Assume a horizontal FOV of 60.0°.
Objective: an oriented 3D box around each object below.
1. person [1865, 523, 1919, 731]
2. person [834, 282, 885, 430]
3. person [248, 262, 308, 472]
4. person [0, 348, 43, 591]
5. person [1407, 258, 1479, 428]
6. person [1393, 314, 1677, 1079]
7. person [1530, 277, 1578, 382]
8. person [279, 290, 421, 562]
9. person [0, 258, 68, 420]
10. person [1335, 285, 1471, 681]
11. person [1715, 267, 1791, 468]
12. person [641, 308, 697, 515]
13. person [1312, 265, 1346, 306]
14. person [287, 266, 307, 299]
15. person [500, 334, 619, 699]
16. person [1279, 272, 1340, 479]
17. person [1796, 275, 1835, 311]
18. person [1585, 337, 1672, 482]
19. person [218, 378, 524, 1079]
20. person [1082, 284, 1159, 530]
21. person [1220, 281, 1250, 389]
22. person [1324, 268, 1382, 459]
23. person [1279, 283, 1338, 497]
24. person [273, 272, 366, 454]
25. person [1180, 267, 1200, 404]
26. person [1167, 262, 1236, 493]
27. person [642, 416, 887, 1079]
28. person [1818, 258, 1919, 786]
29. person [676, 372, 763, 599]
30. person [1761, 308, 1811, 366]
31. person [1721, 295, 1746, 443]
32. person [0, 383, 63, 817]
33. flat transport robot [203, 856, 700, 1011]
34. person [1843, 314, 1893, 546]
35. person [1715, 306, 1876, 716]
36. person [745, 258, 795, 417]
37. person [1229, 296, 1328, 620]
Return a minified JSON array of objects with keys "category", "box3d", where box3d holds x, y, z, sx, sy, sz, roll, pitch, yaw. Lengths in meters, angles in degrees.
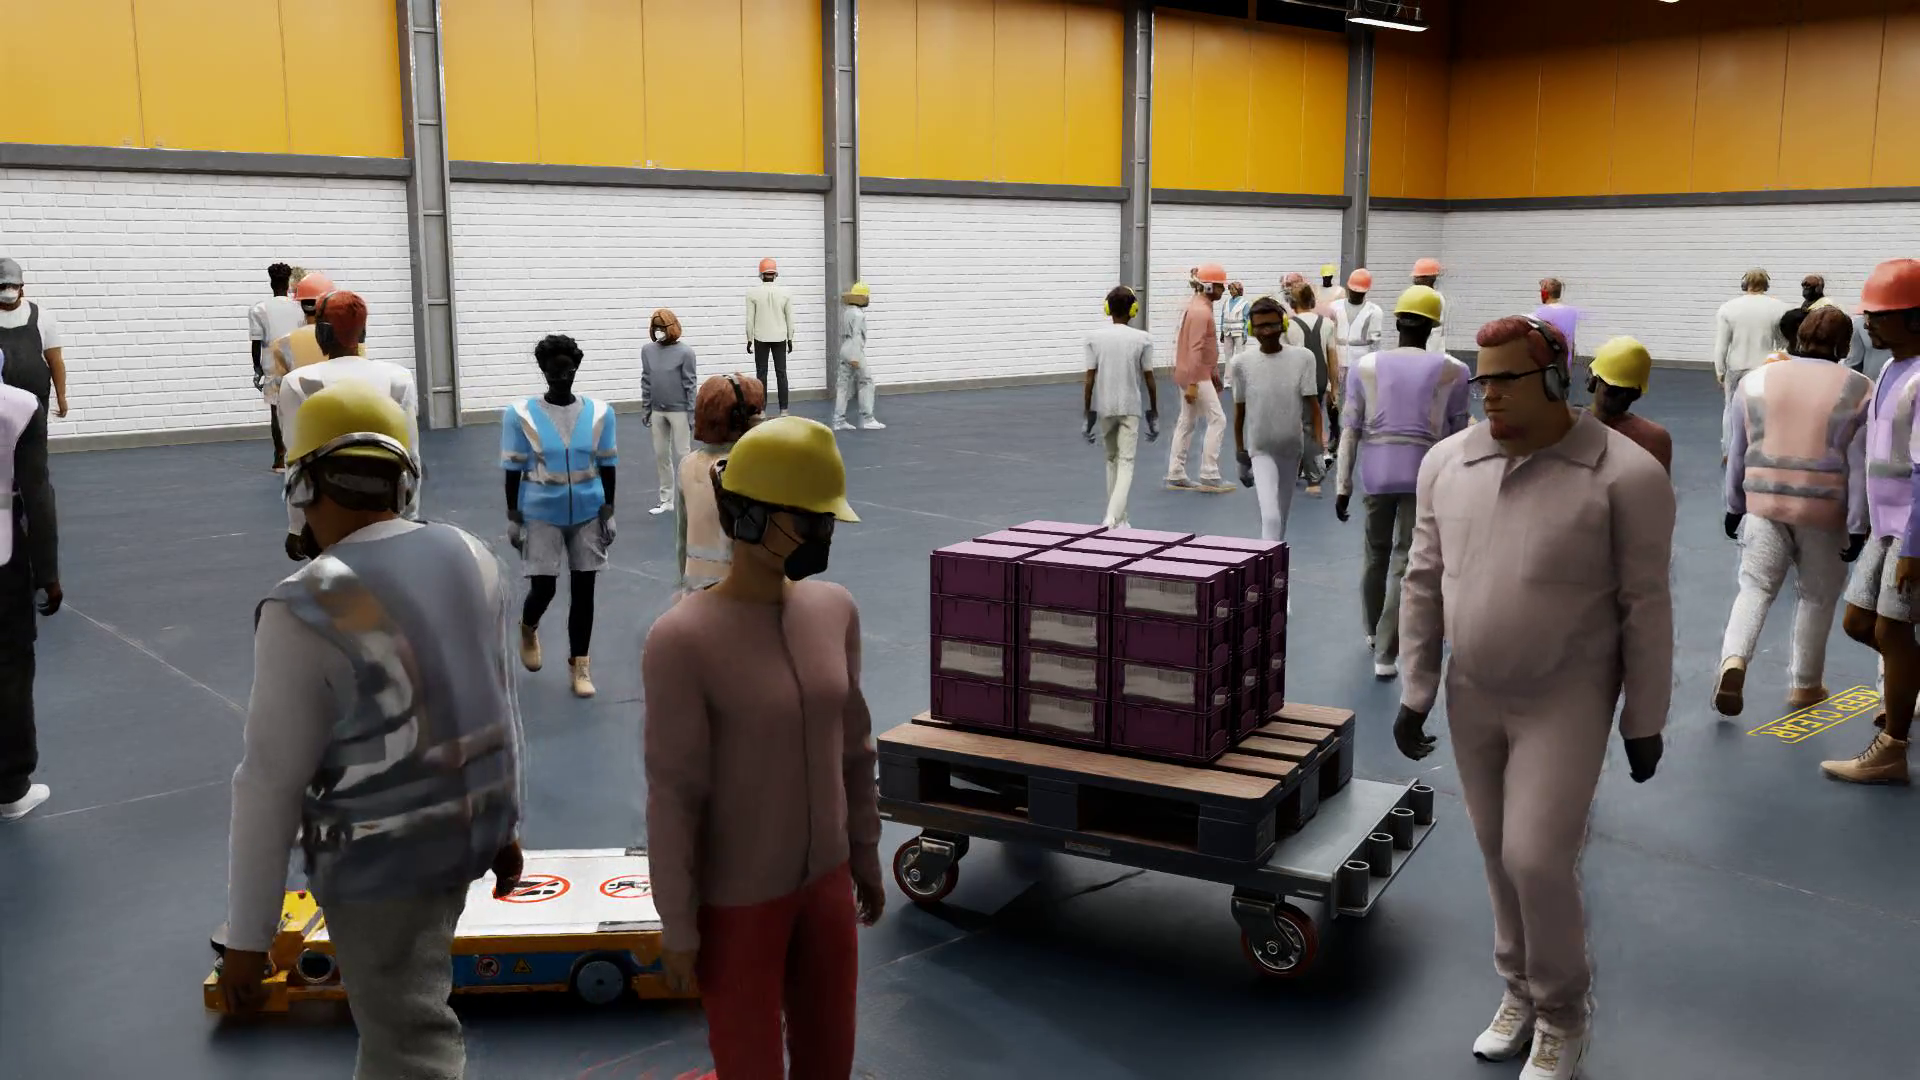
[{"category":"person","box3d":[4.136,-0.086,7.013,0.599,1.838,0.971,6,11,31]},{"category":"person","box3d":[-1.162,-2.133,19.382,0.700,1.716,0.510,-4,11,-24]},{"category":"person","box3d":[-6.329,-1.615,15.610,0.608,1.966,0.370,-5,11,-25]},{"category":"person","box3d":[-5.879,-0.607,9.917,0.941,1.904,0.556,3,10,19]},{"category":"person","box3d":[5.026,-1.956,17.510,0.916,2.016,0.616,0,10,-3]},{"category":"person","box3d":[1.349,0.399,4.070,0.589,1.882,0.644,-8,13,-39]},{"category":"person","box3d":[5.886,-1.693,16.481,0.576,1.819,0.759,-4,10,-20]},{"category":"person","box3d":[-2.545,-0.100,6.986,0.585,1.881,0.343,-9,13,-43]},{"category":"person","box3d":[-7.098,-1.122,12.509,0.705,2.000,0.899,-7,12,-36]},{"category":"person","box3d":[2.185,-0.301,8.182,0.591,1.872,0.982,4,10,22]},{"category":"person","box3d":[7.413,-1.584,15.587,0.633,1.913,0.699,5,11,27]},{"category":"person","box3d":[-2.262,-0.989,12.968,0.492,1.624,0.309,5,11,25]},{"category":"person","box3d":[6.052,-3.580,27.377,0.602,1.885,0.971,4,10,22]},{"category":"person","box3d":[-6.956,-1.910,17.498,0.654,1.909,0.745,9,13,42]},{"category":"person","box3d":[-1.855,-0.117,7.698,0.533,1.680,0.474,-5,11,-26]},{"category":"person","box3d":[3.113,-1.483,15.118,0.724,1.870,0.422,-5,11,-29]},{"category":"person","box3d":[9.666,-2.118,19.024,0.792,1.807,0.651,-1,10,-6]},{"category":"person","box3d":[2.372,0.094,6.313,0.591,1.711,0.774,2,10,9]},{"category":"person","box3d":[-1.177,0.601,3.154,0.749,1.784,0.669,3,10,15]},{"category":"person","box3d":[1.129,-0.886,11.772,0.528,1.829,0.918,3,10,18]},{"category":"person","box3d":[4.173,-3.103,25.276,0.310,1.642,0.514,-9,13,-43]},{"category":"person","box3d":[3.855,-1.743,16.559,0.629,1.896,0.468,4,11,24]},{"category":"person","box3d":[2.928,-1.293,14.239,0.530,1.786,0.985,-2,10,-11]},{"category":"person","box3d":[-3.872,-0.673,10.223,0.586,1.918,0.623,-1,10,-6]},{"category":"person","box3d":[3.186,-2.716,22.373,0.328,1.862,0.510,-1,10,-9]},{"category":"person","box3d":[2.120,-1.380,14.239,0.726,1.965,0.650,0,10,1]},{"category":"person","box3d":[-0.395,0.631,3.135,0.500,1.743,0.534,8,12,38]},{"category":"person","box3d":[3.625,-0.049,6.299,0.617,2.018,0.626,2,10,11]},{"category":"person","box3d":[-0.766,0.265,5.559,0.314,1.642,0.514,-8,13,-40]},{"category":"person","box3d":[5.566,-0.711,11.145,0.547,1.680,0.377,-4,11,-24]},{"category":"person","box3d":[8.578,-1.847,17.980,0.515,1.616,0.516,2,10,10]},{"category":"person","box3d":[-3.488,0.099,5.810,0.592,1.897,0.623,-2,10,-11]},{"category":"flat transport robot","box3d":[-1.303,1.089,4.740,1.431,0.197,0.652,-1,10,-4]},{"category":"person","box3d":[6.330,-0.870,11.330,0.635,1.938,0.359,9,13,41]},{"category":"person","box3d":[3.653,-0.115,7.291,0.643,1.812,0.814,9,13,42]},{"category":"person","box3d":[-2.390,-2.536,20.915,0.619,1.997,0.373,-3,10,-16]},{"category":"person","box3d":[1.803,-0.503,9.593,0.526,1.809,1.019,0,10,-2]}]
